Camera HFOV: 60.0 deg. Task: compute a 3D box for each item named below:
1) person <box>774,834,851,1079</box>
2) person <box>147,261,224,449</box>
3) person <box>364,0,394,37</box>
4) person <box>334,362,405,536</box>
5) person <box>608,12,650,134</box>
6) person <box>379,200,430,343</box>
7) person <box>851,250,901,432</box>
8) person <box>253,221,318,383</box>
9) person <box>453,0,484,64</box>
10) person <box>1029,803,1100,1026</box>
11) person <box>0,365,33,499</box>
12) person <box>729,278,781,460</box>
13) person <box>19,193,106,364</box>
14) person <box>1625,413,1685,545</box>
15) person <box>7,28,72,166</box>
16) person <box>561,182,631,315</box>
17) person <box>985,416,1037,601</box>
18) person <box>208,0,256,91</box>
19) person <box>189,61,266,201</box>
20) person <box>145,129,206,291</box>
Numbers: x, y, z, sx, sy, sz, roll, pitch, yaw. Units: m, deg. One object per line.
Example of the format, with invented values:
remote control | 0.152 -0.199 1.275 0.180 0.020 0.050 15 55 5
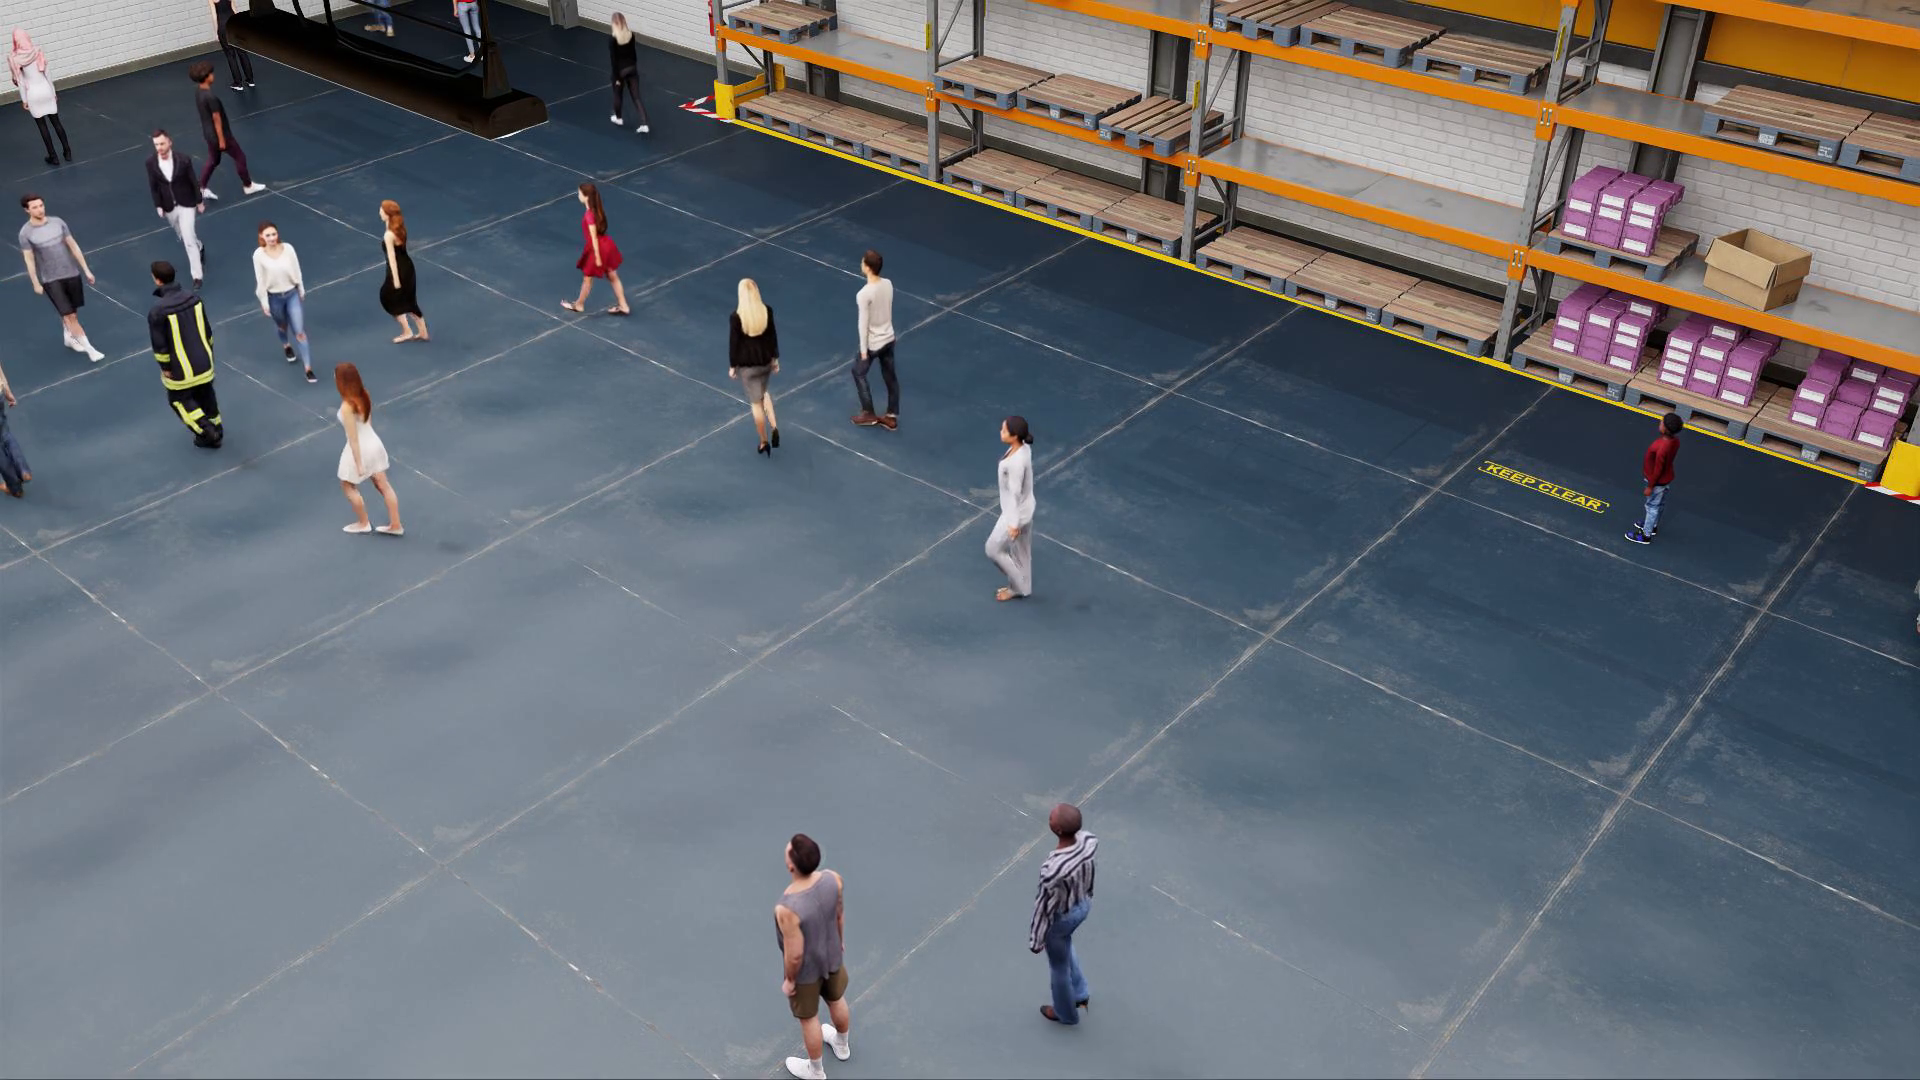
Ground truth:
person | -0.843 2.412 9.589 0.566 1.845 0.621 26 42 34
person | -7.261 -1.707 15.722 0.758 1.917 0.850 17 37 24
person | -9.446 -9.089 26.878 0.774 1.860 1.004 19 38 26
person | -5.111 -0.756 14.490 0.869 1.696 0.767 8 34 12
person | -4.585 -6.429 23.076 0.771 1.639 1.220 -25 41 -32
person | -5.865 -2.830 17.690 0.760 1.609 0.711 2 34 3
person | -0.734 -1.881 16.040 0.655 1.853 0.649 28 42 35
person | -7.012 -2.494 17.150 0.897 1.646 1.207 -18 38 -25
person | -7.664 -8.292 25.818 0.503 1.706 0.613 26 42 34
person | 0.694 2.280 9.843 0.608 1.784 0.657 23 40 31
person | -8.753 -1.194 15.019 0.734 1.841 0.738 18 38 25
person | -1.865 -1.558 15.573 0.678 1.834 0.727 -23 40 -30
person | -9.468 -2.771 17.395 1.164 1.836 0.735 21 39 28
person | 6.139 -0.551 14.581 0.479 1.253 0.504 26 42 34
person | -12.267 -5.911 22.150 0.569 1.803 0.615 26 42 34
person | -3.891 -3.171 18.282 1.062 1.520 0.892 4 34 6
person | 0.541 -0.238 13.685 0.797 1.725 0.780 5 34 8
person | -10.880 -7.602 24.744 0.507 1.747 0.571 26 42 34
person | -9.473 -5.139 21.030 1.019 1.757 0.720 27 42 34
person | -8.910 -3.841 19.021 1.148 1.817 1.230 -4 34 -6
